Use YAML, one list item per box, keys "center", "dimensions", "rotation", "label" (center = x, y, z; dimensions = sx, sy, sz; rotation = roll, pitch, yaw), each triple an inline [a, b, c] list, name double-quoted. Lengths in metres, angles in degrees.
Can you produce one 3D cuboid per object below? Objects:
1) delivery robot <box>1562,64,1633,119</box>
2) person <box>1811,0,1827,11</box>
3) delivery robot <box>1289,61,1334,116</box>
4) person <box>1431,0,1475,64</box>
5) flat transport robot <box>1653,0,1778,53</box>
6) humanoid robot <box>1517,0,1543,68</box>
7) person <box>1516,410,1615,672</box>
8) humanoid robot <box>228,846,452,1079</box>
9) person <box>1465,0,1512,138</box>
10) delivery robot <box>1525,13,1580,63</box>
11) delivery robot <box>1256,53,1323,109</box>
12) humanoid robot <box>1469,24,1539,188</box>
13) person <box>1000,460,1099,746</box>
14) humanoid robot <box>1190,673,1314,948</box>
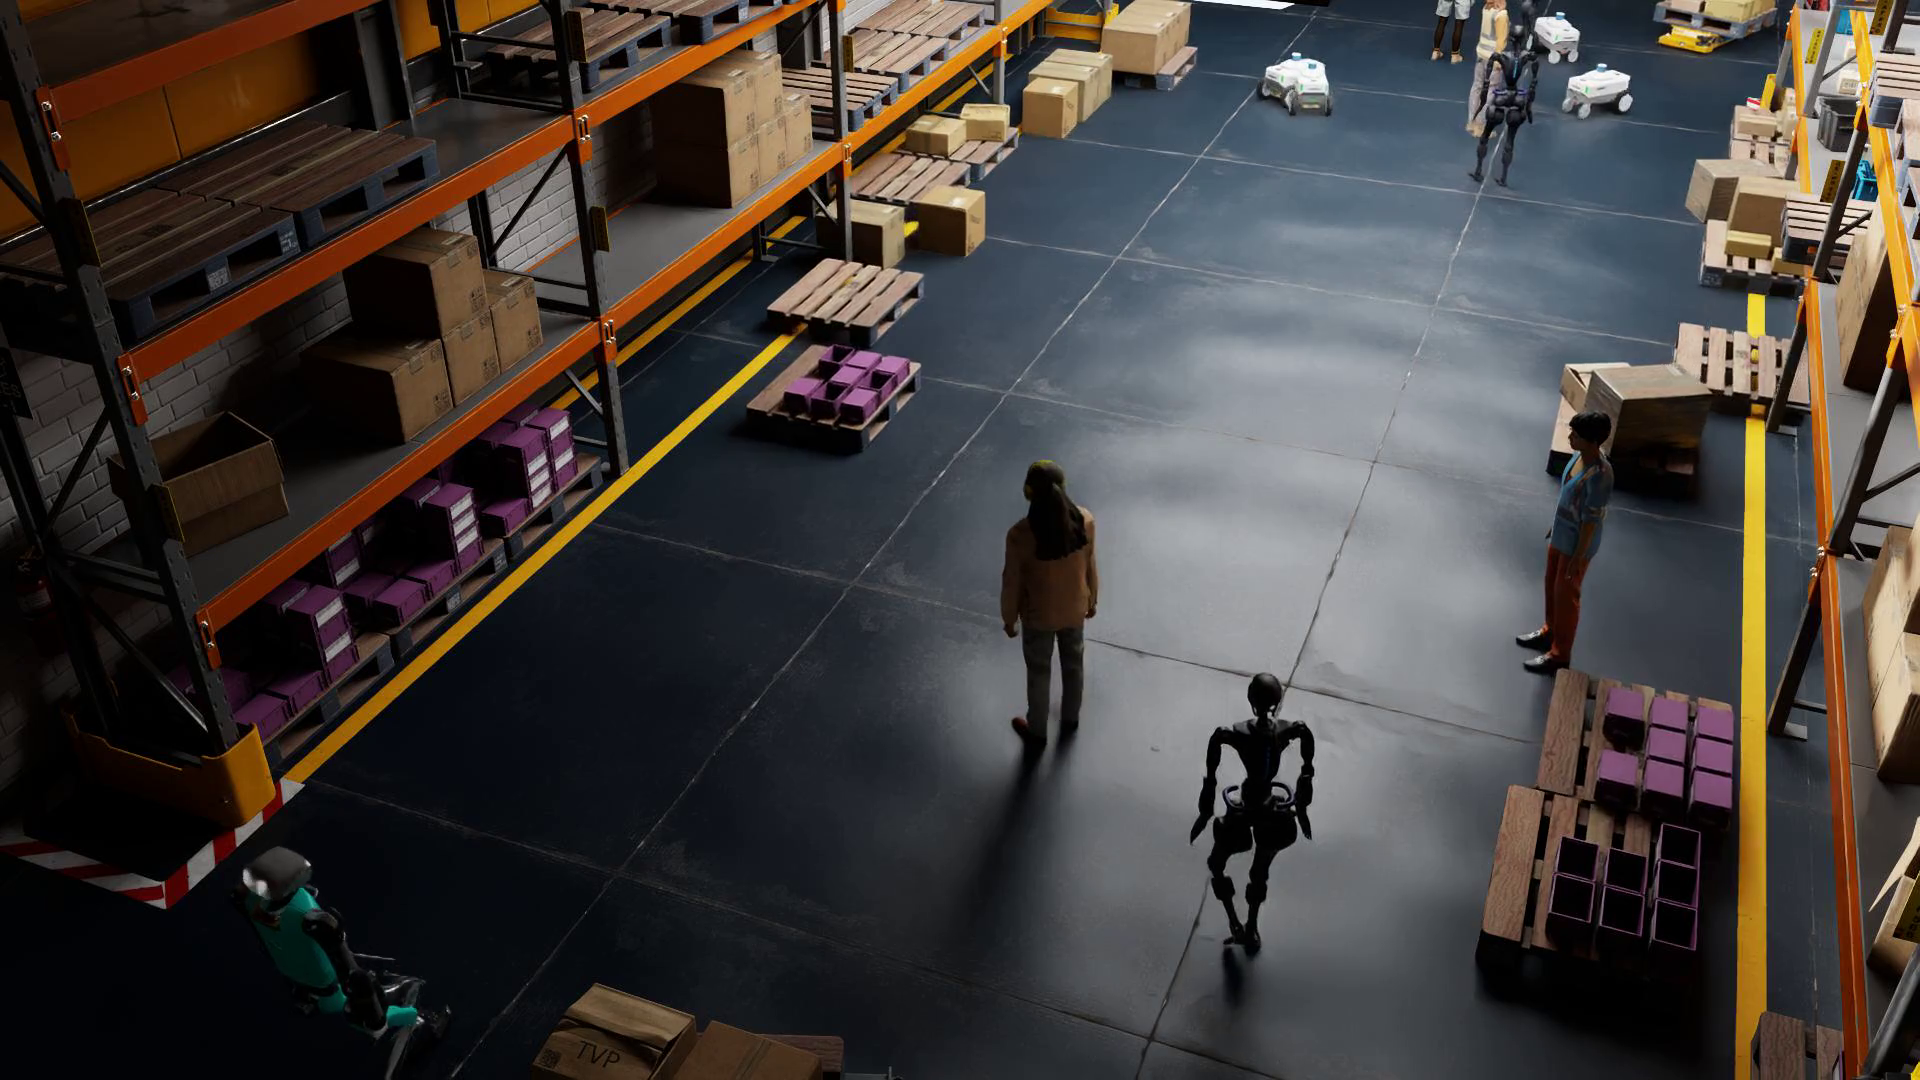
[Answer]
- center: [7.465, -5.277, 19.481]
  dimensions: [0.756, 0.580, 0.499]
  rotation: [-15, 36, -22]
  label: "delivery robot"
- center: [11.144, -7.300, 21.531]
  dimensions: [0.529, 1.746, 0.402]
  rotation: [-24, 40, -32]
  label: "person"
- center: [4.121, -5.311, 19.561]
  dimensions: [0.499, 0.608, 0.799]
  rotation: [2, 33, 3]
  label: "delivery robot"
- center: [6.237, -6.850, 20.880]
  dimensions: [0.532, 1.693, 0.320]
  rotation: [25, 41, 34]
  label: "person"
- center: [9.913, -6.736, 22.017]
  dimensions: [1.431, 0.231, 0.659]
  rotation: [-27, 41, -35]
  label: "flat transport robot"
- center: [7.138, -6.765, 20.773]
  dimensions: [0.334, 1.648, 0.589]
  rotation: [8, 34, 12]
  label: "humanoid robot"
- center: [3.748, 0.000, 10.221]
  dimensions: [0.334, 1.758, 0.503]
  rotation: [1, 33, 2]
  label: "person"
- center: [-2.584, 1.872, 7.372]
  dimensions: [0.541, 1.795, 0.960]
  rotation: [14, 35, 20]
  label: "humanoid robot"
- center: [5.935, -5.403, 18.567]
  dimensions: [0.311, 1.777, 0.462]
  rotation: [-6, 33, -10]
  label: "person"
- center: [7.643, -6.455, 21.334]
  dimensions: [0.525, 0.611, 0.782]
  rotation: [-3, 33, -5]
  label: "delivery robot"
- center: [3.955, -5.481, 19.829]
  dimensions: [0.802, 0.614, 0.499]
  rotation: [-20, 38, -27]
  label: "delivery robot"
- center: [5.674, -4.505, 17.272]
  dimensions: [0.599, 1.643, 0.394]
  rotation: [2, 33, 3]
  label: "humanoid robot"
- center: [0.513, 0.382, 9.540]
  dimensions: [0.593, 1.869, 0.436]
  rotation: [-10, 34, -15]
  label: "person"
- center: [1.456, 1.371, 8.170]
  dimensions: [0.612, 1.639, 0.383]
  rotation: [-4, 33, -6]
  label: "humanoid robot"
